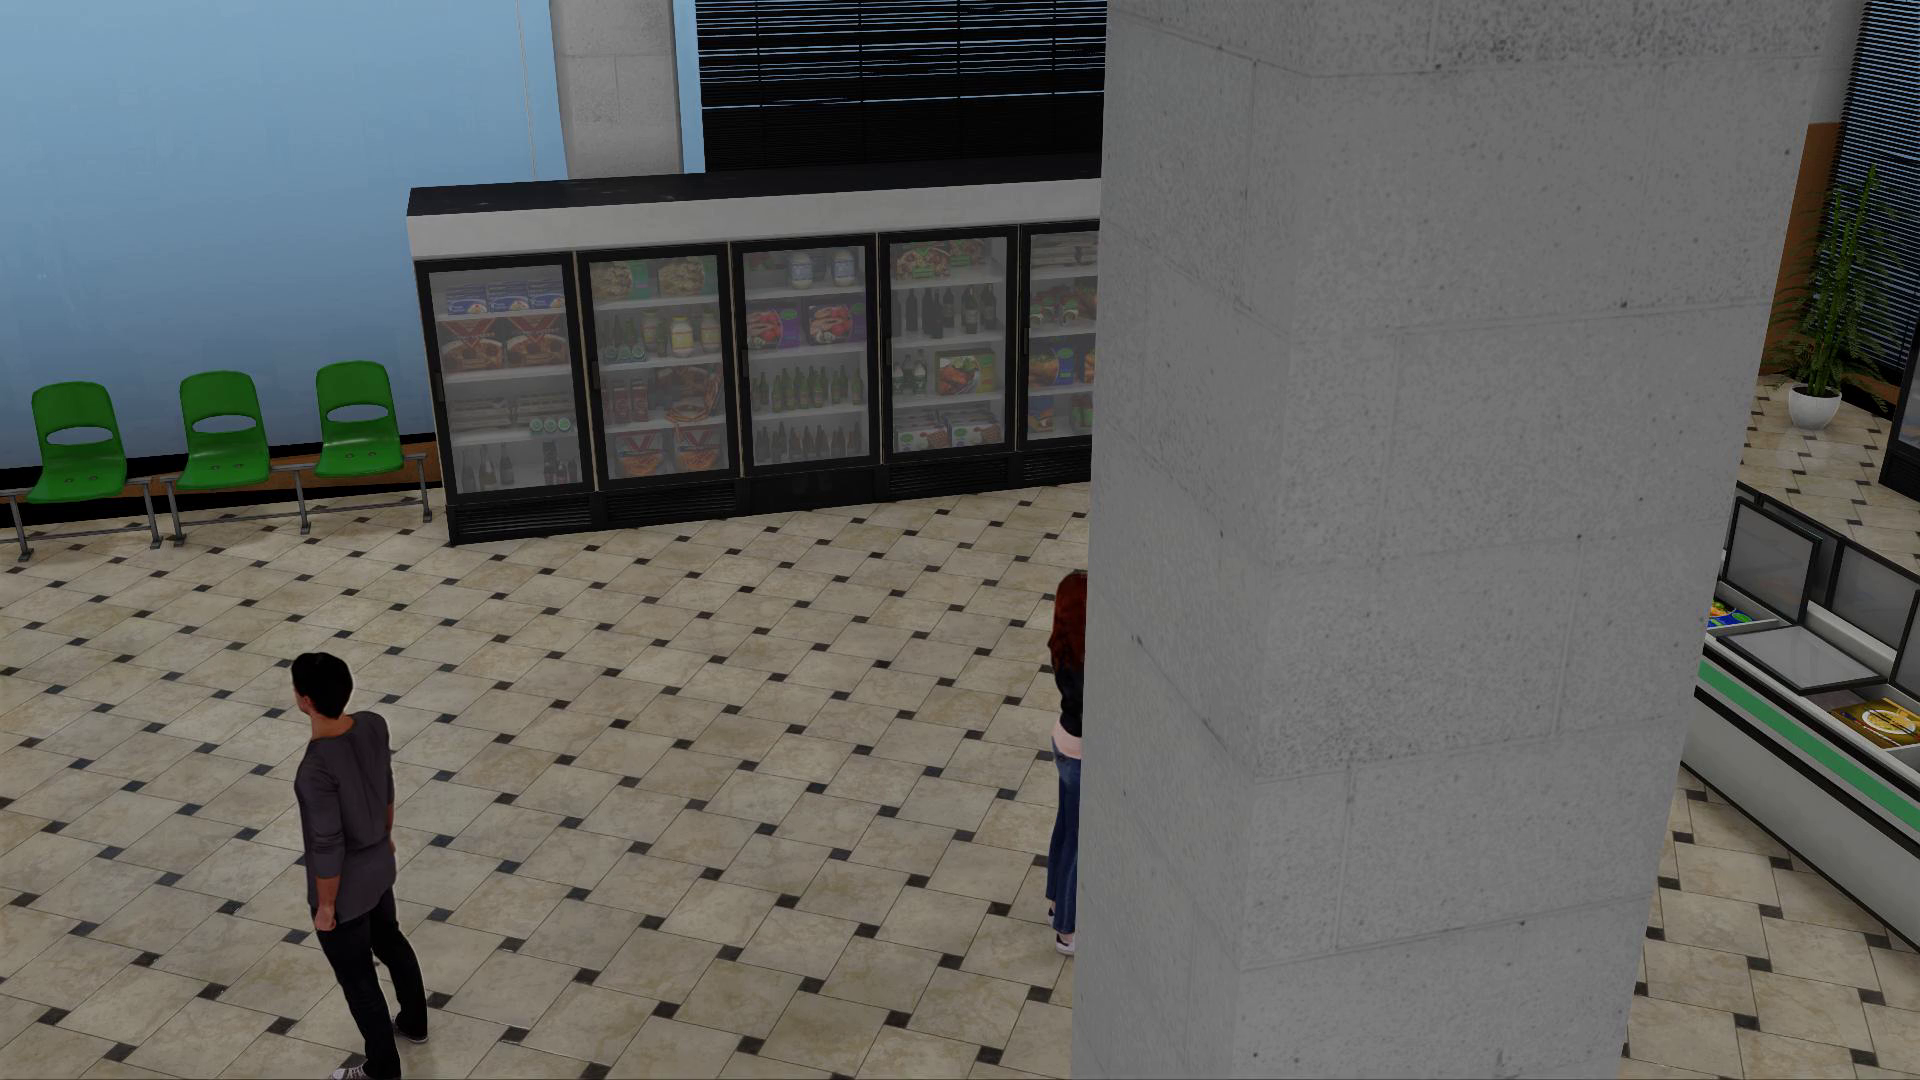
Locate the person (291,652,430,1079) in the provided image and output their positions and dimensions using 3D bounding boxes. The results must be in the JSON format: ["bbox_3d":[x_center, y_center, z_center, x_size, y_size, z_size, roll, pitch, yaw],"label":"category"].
[{"bbox_3d":[-2.328,1.268,6.395,0.809,1.852,0.644,4,24,10],"label":"person"}]
